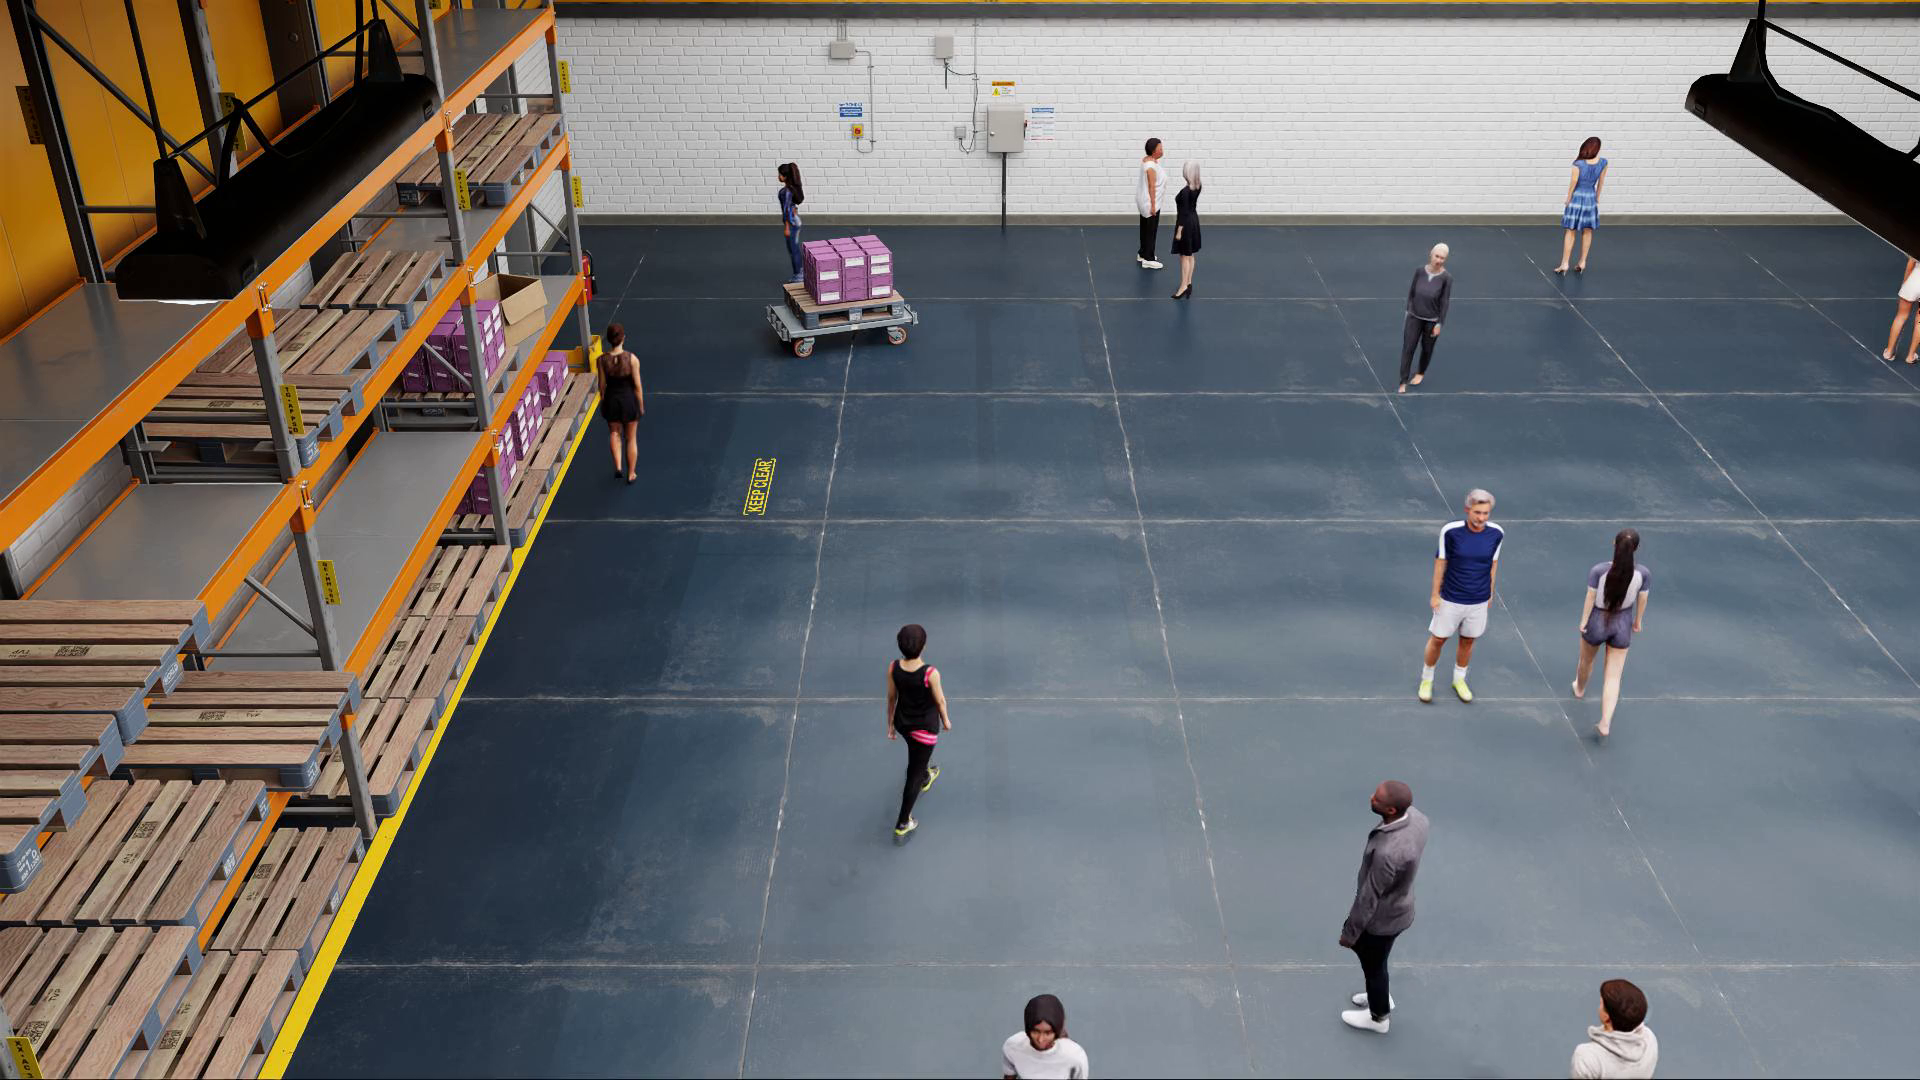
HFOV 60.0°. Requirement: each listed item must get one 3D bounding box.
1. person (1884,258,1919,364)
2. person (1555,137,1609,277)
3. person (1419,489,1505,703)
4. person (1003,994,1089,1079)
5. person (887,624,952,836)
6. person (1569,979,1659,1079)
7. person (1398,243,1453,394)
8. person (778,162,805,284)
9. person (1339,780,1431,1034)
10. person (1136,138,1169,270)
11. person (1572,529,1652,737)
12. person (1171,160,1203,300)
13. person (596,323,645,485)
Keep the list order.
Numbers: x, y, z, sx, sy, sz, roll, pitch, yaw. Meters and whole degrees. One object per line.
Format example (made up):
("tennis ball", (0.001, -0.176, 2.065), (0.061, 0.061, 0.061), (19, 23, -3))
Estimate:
("person", (10.905, -2.839, 18.875), (0.683, 1.693, 0.727), (18, 34, 30))
("person", (8.025, -4.312, 21.457), (0.704, 1.806, 0.622), (-5, 29, -9))
("person", (3.859, 0.410, 12.770), (0.624, 1.835, 0.519), (0, 29, 0))
("person", (0.445, 2.898, 8.363), (0.705, 1.688, 1.088), (4, 29, 7))
("person", (-0.330, 1.315, 11.445), (0.877, 1.515, 1.099), (15, 32, 25))
("person", (3.122, 2.908, 8.173), (0.759, 1.852, 0.748), (-15, 32, -26))
("person", (5.085, -2.468, 18.197), (0.871, 1.690, 1.023), (19, 34, 31))
("person", (-2.125, -3.986, 21.051), (0.660, 1.622, 0.475), (-1, 29, -1))
("person", (2.524, 2.168, 9.580), (0.882, 1.804, 0.755), (14, 32, 24))
("person", (2.513, -4.439, 21.813), (0.723, 1.687, 0.557), (-2, 29, -4))
("person", (4.875, 0.716, 12.445), (0.763, 1.609, 1.096), (6, 29, 11))
("person", (2.824, -3.872, 20.711), (0.749, 1.747, 0.647), (14, 32, 24))
("person", (-3.281, -1.270, 16.025), (0.582, 1.667, 0.635), (-1, 29, -1))
